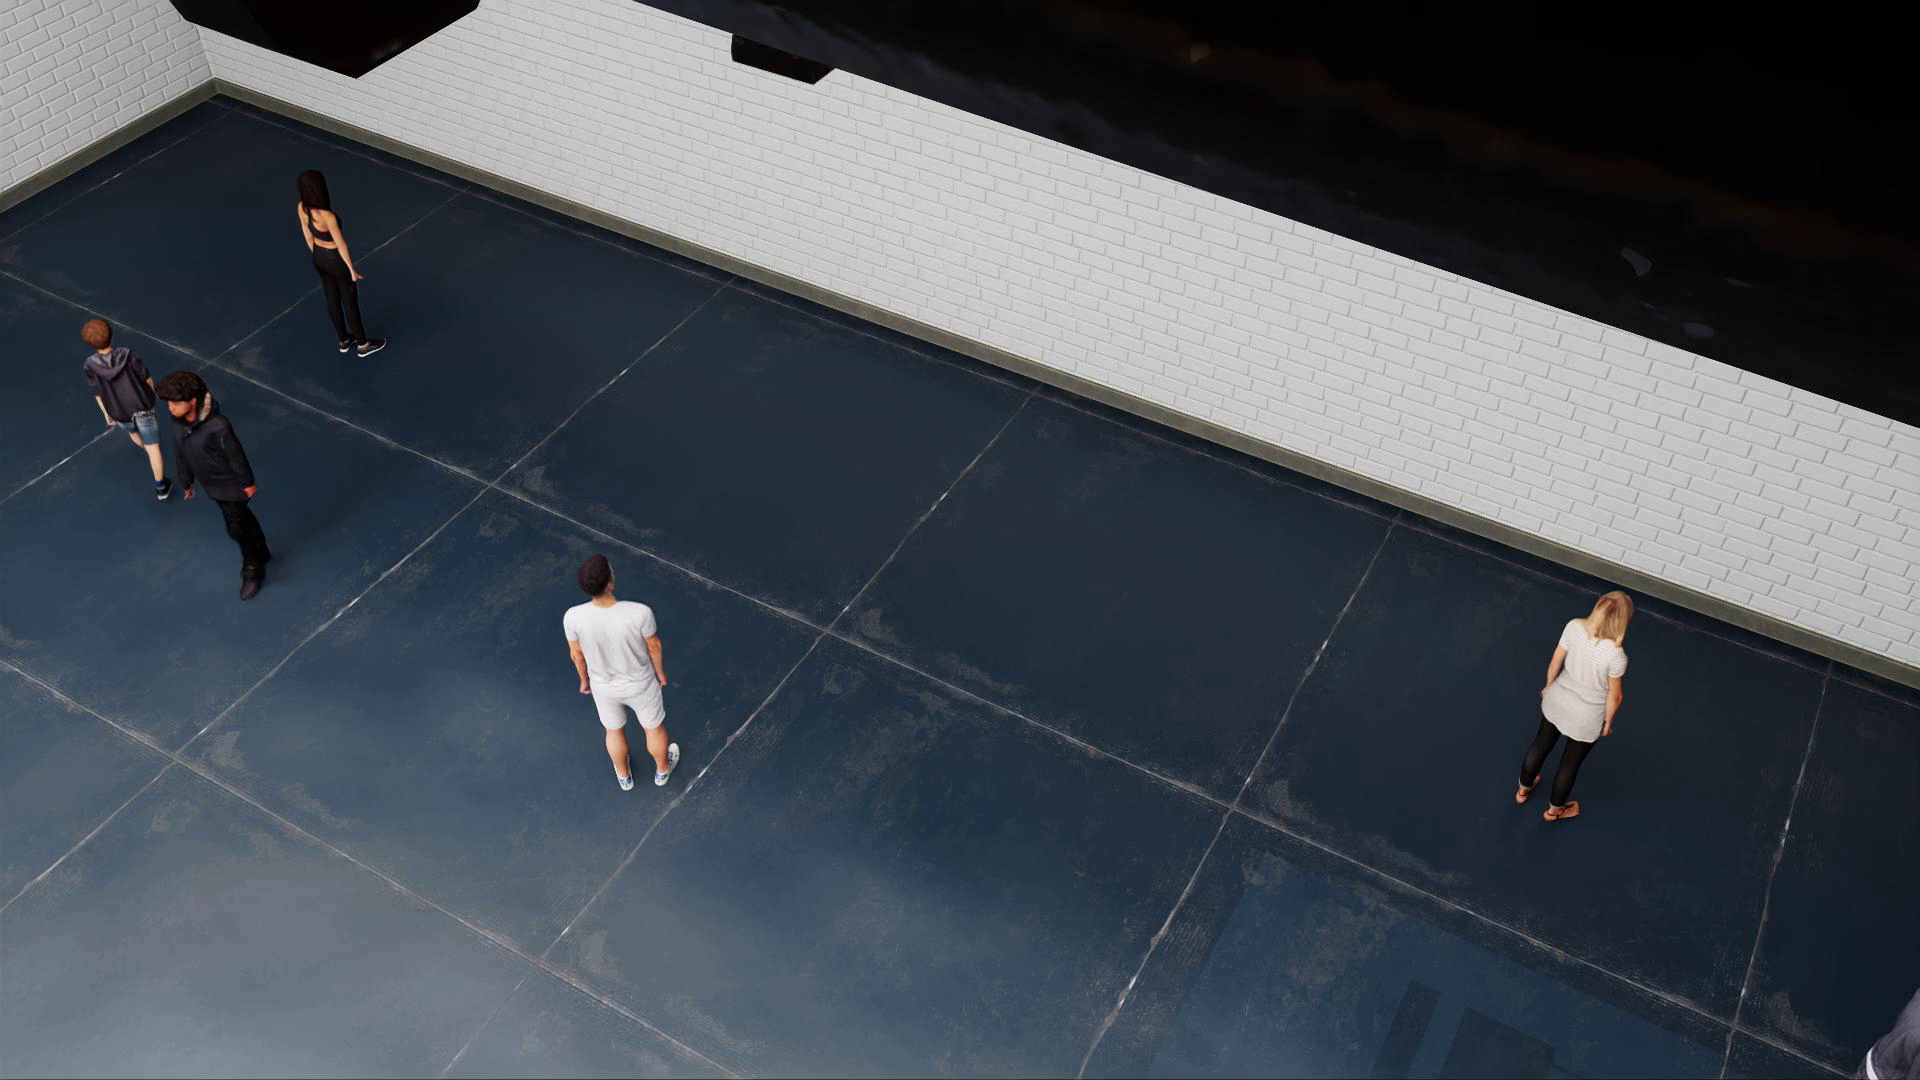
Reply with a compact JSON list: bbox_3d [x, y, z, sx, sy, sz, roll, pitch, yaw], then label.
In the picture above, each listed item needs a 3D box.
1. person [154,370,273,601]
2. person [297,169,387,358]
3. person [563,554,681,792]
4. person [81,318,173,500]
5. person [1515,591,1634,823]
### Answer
[{"bbox_3d":[-4.934,-0.470,11.239,0.697,1.759,0.746,15,46,15],"label":"person"},{"bbox_3d":[-4.957,-2.182,13.121,0.554,1.643,0.497,20,47,20],"label":"person"},{"bbox_3d":[-1.999,0.813,9.826,0.775,1.852,0.787,-3,44,-3],"label":"person"},{"bbox_3d":[-5.963,-0.916,11.964,0.960,1.407,0.997,-12,45,-13],"label":"person"},{"bbox_3d":[3.583,0.972,9.678,0.646,1.826,0.674,-30,51,-28],"label":"person"}]
